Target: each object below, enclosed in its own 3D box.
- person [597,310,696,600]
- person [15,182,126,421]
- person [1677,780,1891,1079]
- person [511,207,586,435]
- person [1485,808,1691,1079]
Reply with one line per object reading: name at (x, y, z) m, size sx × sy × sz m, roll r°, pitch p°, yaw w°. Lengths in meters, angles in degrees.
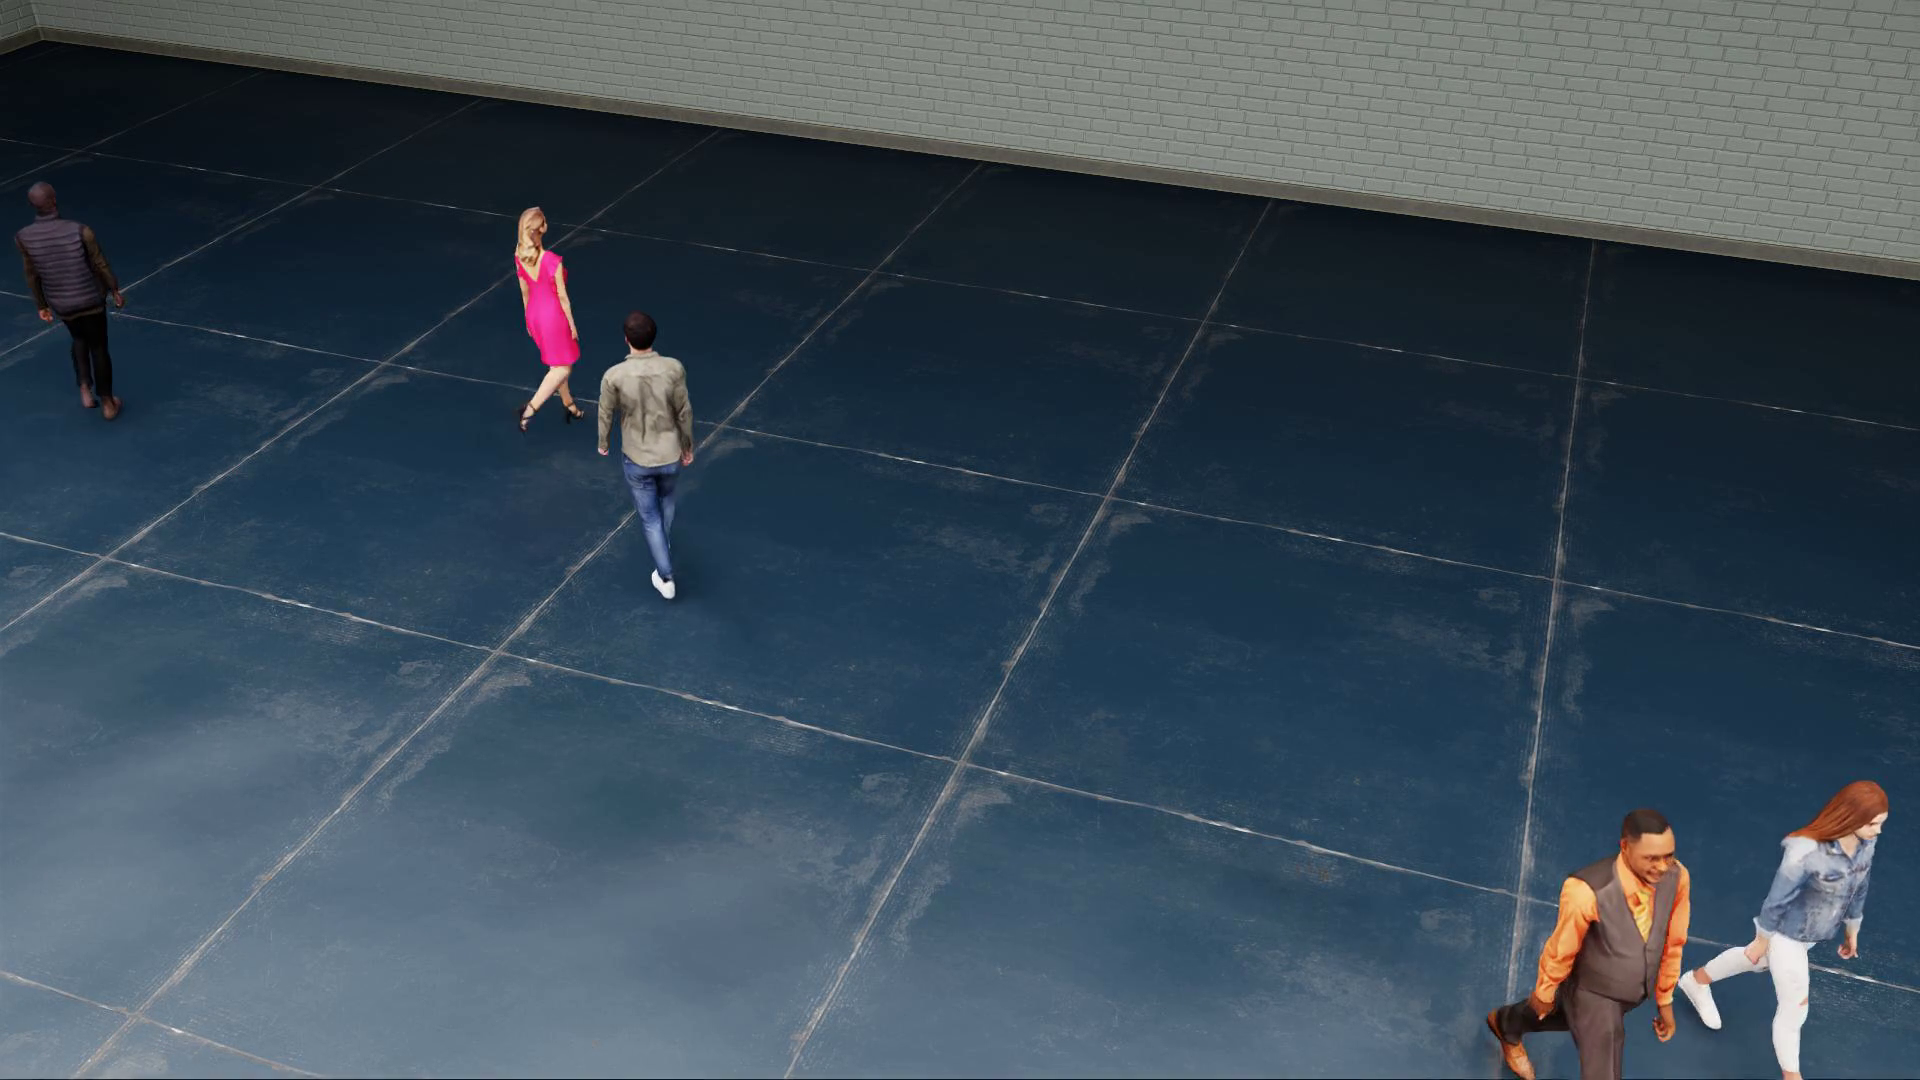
person at (-1.865, -0.467, 10.170) m, size 1.077 × 1.834 × 1.128 m, roll -17°, pitch 37°, yaw -24°
person at (-6.414, -1.685, 12.049) m, size 0.830 × 1.825 × 0.847 m, roll -4°, pitch 33°, yaw -7°
person at (3.512, 1.611, 7.139) m, size 1.119 × 1.654 × 1.162 m, roll -14°, pitch 36°, yaw -21°
person at (-2.989, -1.512, 11.894) m, size 0.738 × 1.706 × 0.983 m, roll 21°, pitch 38°, yaw 28°
person at (2.540, 1.739, 6.755) m, size 1.244 × 1.858 × 1.348 m, roll -12°, pitch 35°, yaw -18°
